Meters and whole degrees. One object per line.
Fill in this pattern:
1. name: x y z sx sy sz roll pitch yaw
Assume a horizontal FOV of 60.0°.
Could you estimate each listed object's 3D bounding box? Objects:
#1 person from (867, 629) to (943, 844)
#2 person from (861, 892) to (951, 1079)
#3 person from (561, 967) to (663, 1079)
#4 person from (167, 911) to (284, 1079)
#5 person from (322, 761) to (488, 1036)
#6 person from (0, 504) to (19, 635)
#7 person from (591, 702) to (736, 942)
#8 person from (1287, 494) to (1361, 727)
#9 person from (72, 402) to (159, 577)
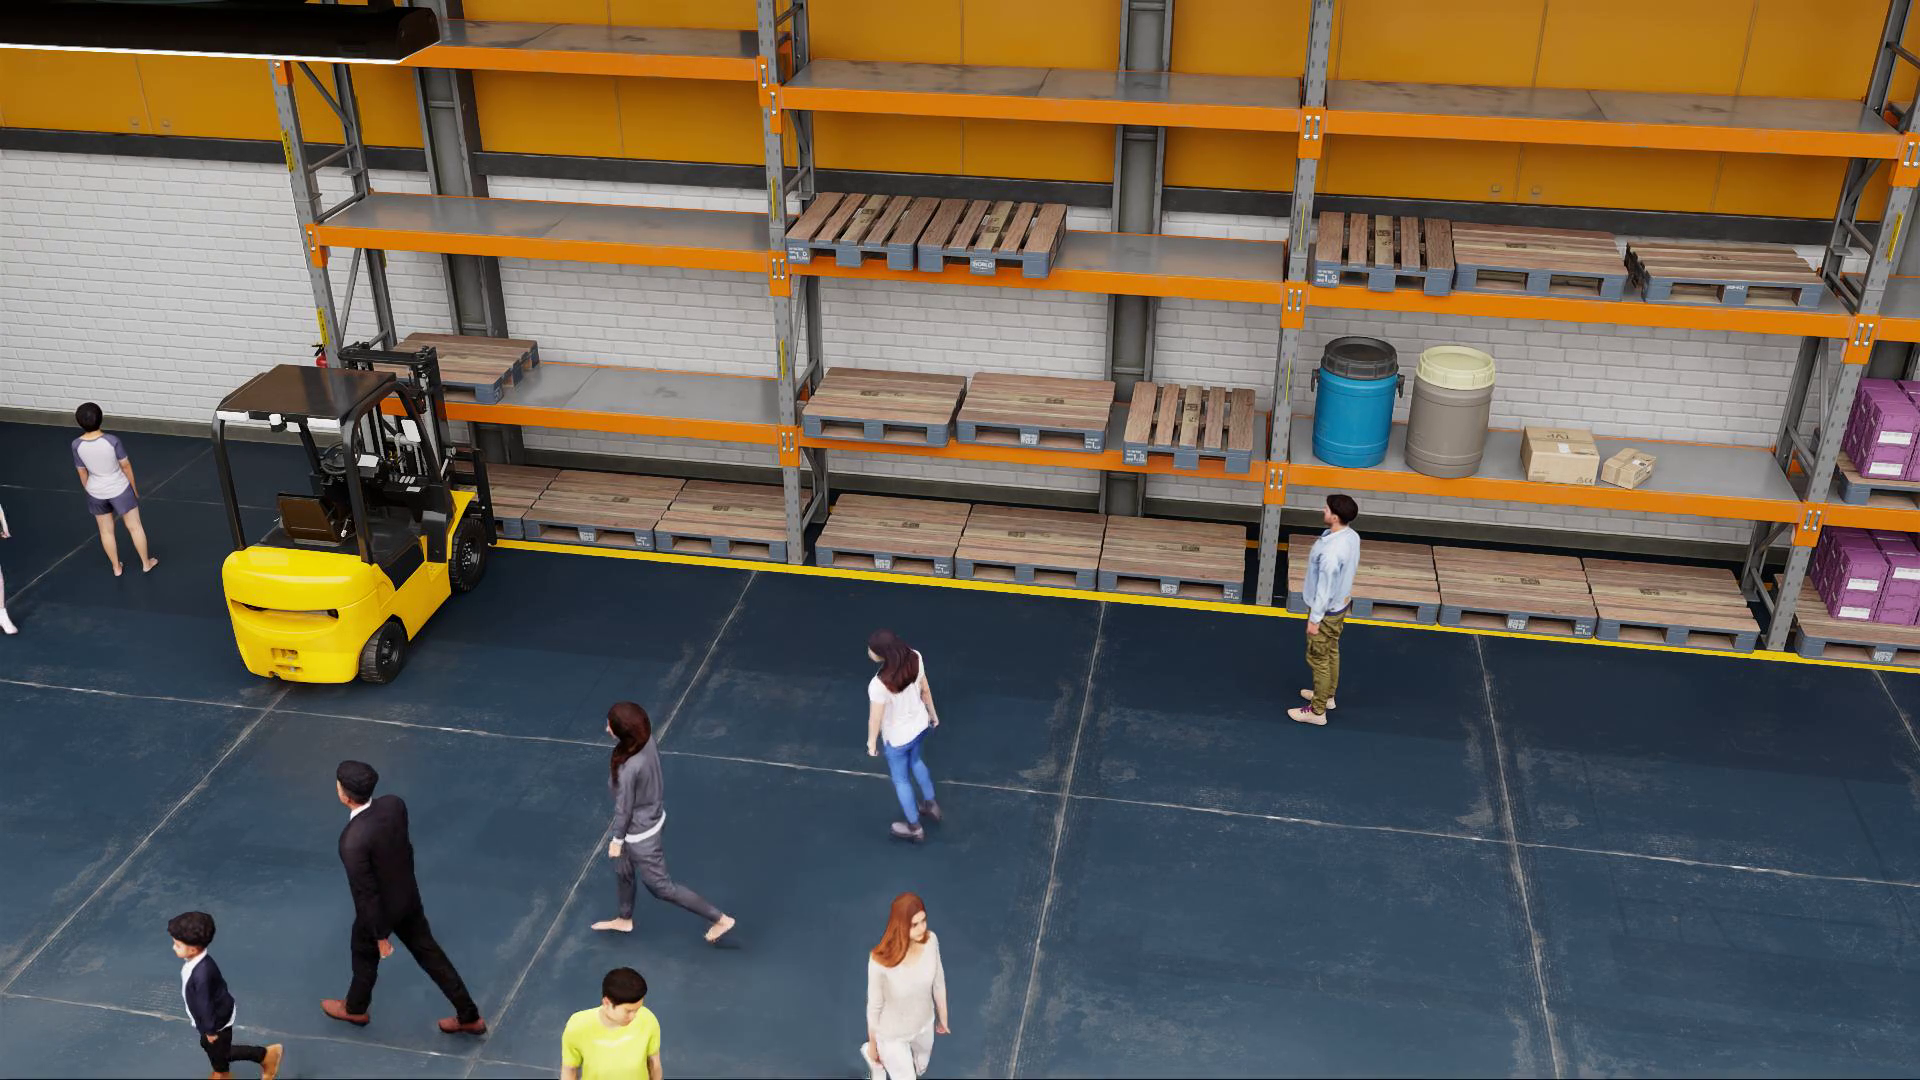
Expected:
1. person: -0.314 1.266 10.723 0.757 1.647 0.740 -20 34 -32
2. person: -0.336 2.439 8.529 1.014 1.689 1.083 -19 34 -31
3. person: -1.696 2.686 8.098 0.948 1.669 0.953 -6 29 -11
4. person: -3.969 2.497 8.919 0.806 1.215 0.728 -15 32 -25
5. person: -3.044 2.032 9.131 1.264 1.827 0.803 8 30 14
6. person: -7.775 -0.089 13.031 0.844 1.816 0.773 20 34 32
7. person: -1.782 1.710 9.821 1.171 1.732 0.731 0 29 0
8. person: 2.656 0.490 11.975 0.698 1.812 0.747 16 32 26
9. person: -7.118 -0.433 13.924 0.584 1.566 0.697 -7 29 -12
